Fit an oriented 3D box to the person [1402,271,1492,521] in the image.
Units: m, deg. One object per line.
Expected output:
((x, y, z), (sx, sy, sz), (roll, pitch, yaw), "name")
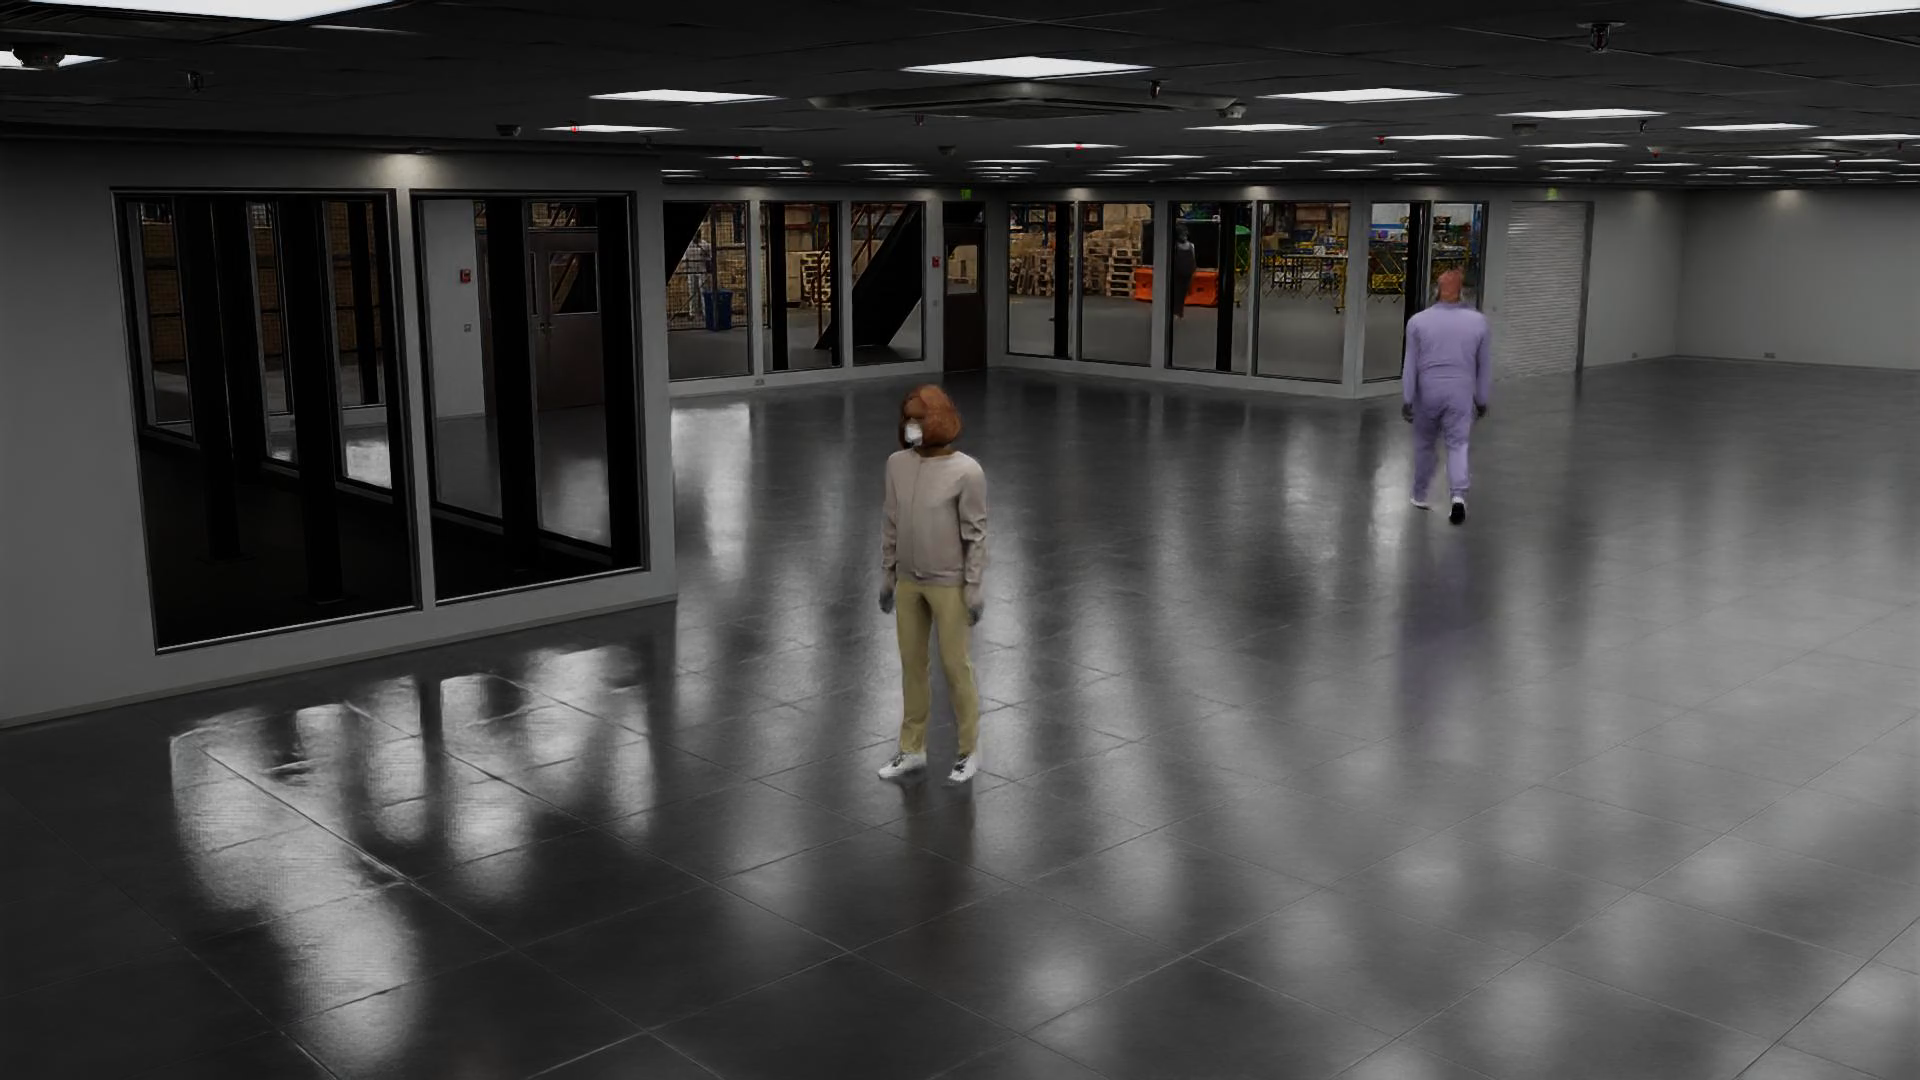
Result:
((3.681, -1.098, 12.598), (0.654, 1.860, 0.937), (2, 11, 9), "person")

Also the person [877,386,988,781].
((-0.094, 0.193, 6.759), (0.531, 1.636, 0.408), (8, 14, 36), "person")
